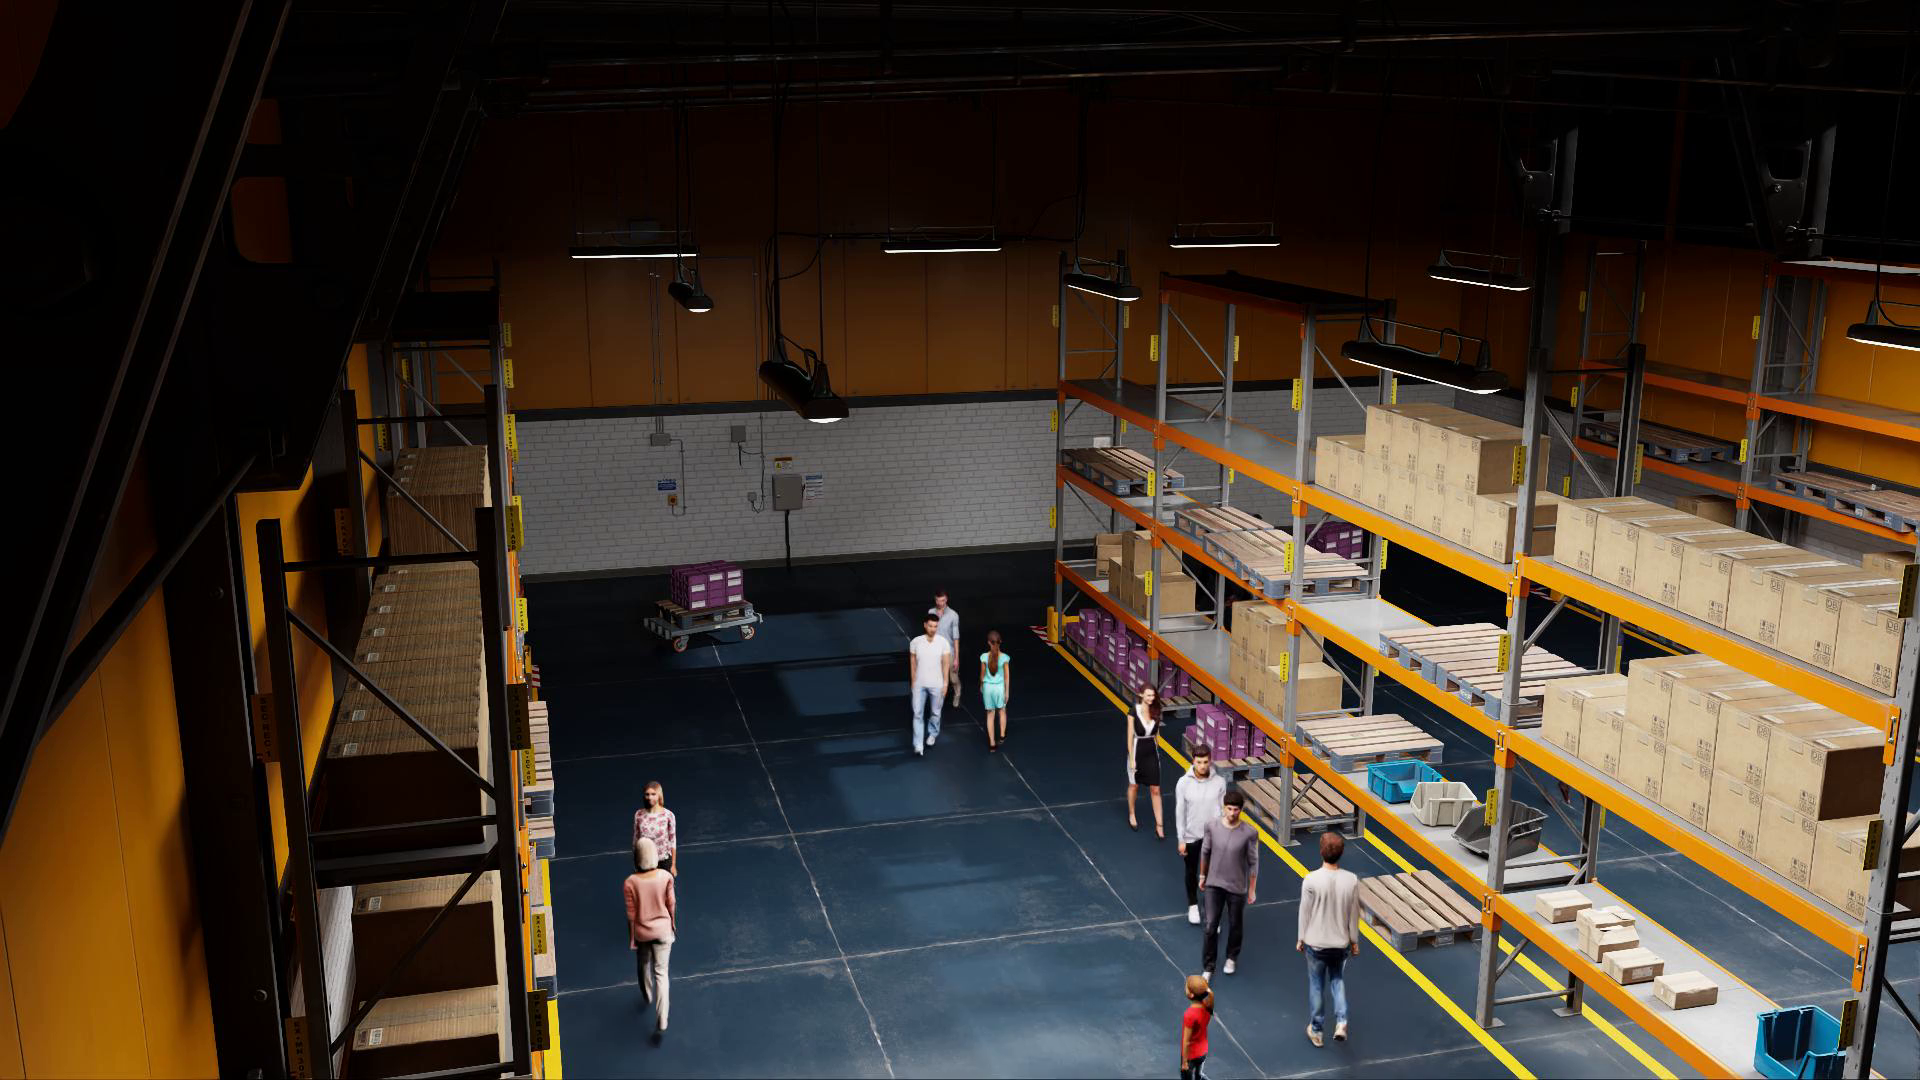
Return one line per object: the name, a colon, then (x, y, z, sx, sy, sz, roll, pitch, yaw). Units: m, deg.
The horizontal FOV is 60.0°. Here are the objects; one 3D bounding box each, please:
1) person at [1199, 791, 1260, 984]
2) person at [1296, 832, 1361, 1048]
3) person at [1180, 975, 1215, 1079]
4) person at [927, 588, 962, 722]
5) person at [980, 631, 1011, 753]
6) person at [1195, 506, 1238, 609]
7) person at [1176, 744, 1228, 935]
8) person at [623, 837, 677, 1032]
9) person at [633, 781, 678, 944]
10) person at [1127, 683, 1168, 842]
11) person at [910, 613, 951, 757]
person: (2.505, 3.163, 15.465, 0.966, 1.831, 1.046, 5, 14, 19)
person: (3.146, 3.458, 14.134, 0.753, 1.884, 0.834, -1, 14, -3)
person: (1.899, 4.027, 13.020, 0.795, 1.303, 0.685, 12, 18, 41)
person: (-0.184, 1.514, 22.316, 1.082, 1.812, 1.276, 4, 14, 18)
person: (0.434, 1.941, 21.143, 0.696, 1.534, 0.894, 1, 14, 2)
person: (4.266, 0.325, 27.433, 1.087, 1.715, 1.188, 3, 14, 14)
person: (2.354, 2.882, 16.465, 0.798, 1.906, 0.894, 0, 14, -2)
person: (-2.676, 3.465, 14.531, 0.618, 1.683, 1.136, -3, 14, -13)
person: (-2.955, 3.107, 16.116, 0.619, 1.633, 0.589, 0, 14, -1)
person: (1.997, 2.436, 18.603, 0.608, 1.767, 1.009, -4, 14, -16)
person: (-0.377, 1.807, 21.115, 0.966, 1.808, 1.264, 2, 14, 8)
